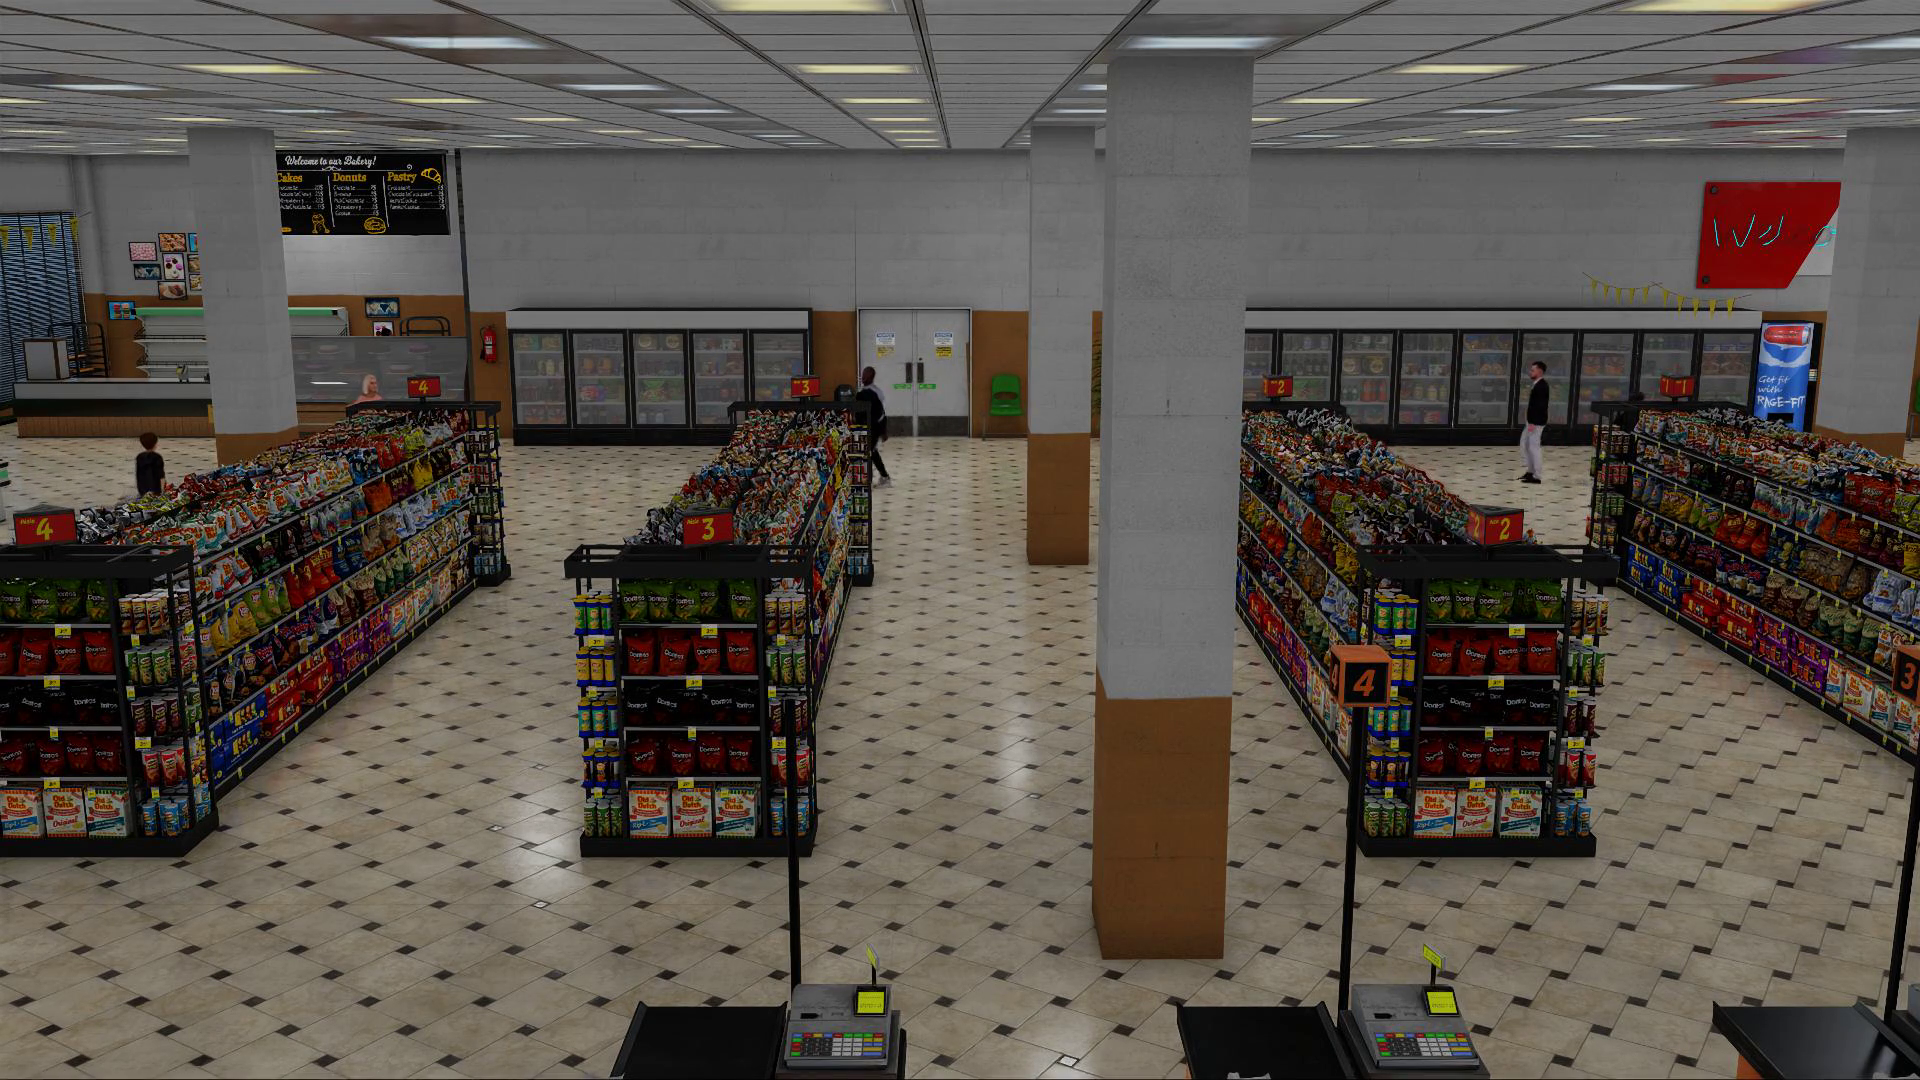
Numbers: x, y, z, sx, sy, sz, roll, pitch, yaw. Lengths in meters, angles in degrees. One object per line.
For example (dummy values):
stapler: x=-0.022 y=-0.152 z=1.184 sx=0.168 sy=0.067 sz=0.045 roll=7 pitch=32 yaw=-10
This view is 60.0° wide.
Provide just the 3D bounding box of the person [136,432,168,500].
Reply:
person: x=-9.832 y=-0.578 z=20.221 sx=0.605 sy=1.409 sz=0.959 roll=1 pitch=12 yaw=7

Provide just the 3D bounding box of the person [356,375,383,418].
person: x=-8.607 y=-1.538 z=24.137 sx=1.036 sy=1.673 sz=1.110 roll=7 pitch=14 yaw=31

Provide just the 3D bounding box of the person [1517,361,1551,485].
person: x=8.641 y=-1.732 z=24.676 sx=0.822 sy=1.832 sz=0.650 roll=4 pitch=12 yaw=17

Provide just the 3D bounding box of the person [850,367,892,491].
person: x=-1.235 y=-1.607 z=24.184 sx=1.233 sy=1.789 sz=1.196 roll=-11 pitch=16 yaw=-42

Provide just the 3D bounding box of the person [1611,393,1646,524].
person: x=8.432 y=-0.918 z=20.953 sx=1.180 sy=1.773 sz=1.276 roll=10 pitch=16 yaw=40
